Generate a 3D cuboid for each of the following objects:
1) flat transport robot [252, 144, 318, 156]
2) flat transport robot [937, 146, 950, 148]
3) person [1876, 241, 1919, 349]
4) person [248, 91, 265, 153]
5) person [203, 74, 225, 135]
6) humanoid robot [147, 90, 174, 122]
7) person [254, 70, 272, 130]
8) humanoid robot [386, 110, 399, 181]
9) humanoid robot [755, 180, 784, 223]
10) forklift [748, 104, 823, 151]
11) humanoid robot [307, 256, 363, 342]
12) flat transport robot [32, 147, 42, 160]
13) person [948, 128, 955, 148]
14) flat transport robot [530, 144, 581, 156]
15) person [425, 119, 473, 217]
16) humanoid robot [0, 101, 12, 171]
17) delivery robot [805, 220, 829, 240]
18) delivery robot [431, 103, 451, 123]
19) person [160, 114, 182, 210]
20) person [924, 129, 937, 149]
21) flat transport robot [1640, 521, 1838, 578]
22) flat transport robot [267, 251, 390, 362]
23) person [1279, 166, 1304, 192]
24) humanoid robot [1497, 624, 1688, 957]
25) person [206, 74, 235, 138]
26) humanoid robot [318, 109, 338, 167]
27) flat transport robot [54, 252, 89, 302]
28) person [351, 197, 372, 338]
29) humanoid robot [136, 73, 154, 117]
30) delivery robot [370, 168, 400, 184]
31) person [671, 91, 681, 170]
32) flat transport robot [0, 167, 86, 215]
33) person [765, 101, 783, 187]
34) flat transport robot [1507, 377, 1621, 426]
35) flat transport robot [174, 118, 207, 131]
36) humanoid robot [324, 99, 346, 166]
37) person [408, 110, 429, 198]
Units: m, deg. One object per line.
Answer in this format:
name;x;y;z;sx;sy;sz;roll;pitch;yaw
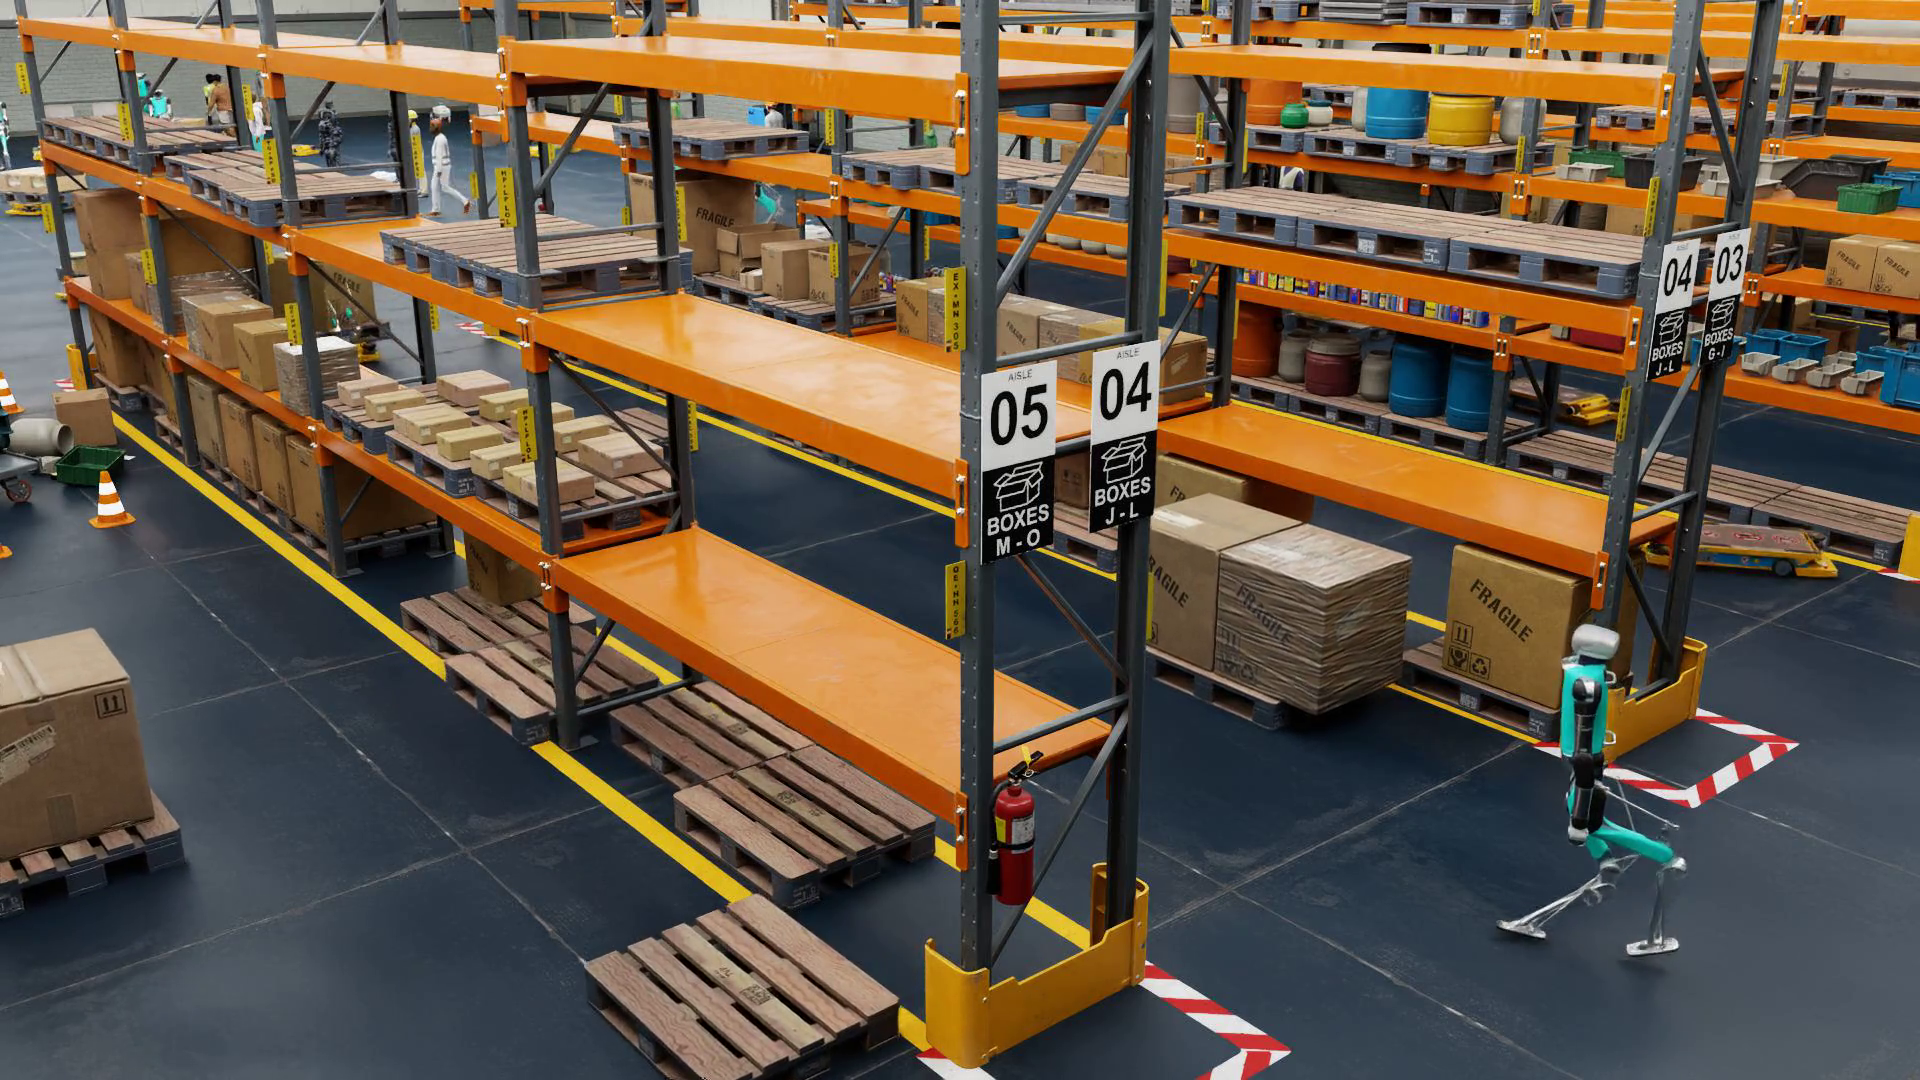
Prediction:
flat transport robot;-16.988;-9.800;41.827;1.431;0.231;0.659;2;19;7
flat transport robot;-0.391;-7.427;35.074;0.659;0.231;1.431;-8;21;-22
person;11.813;-3.132;20.710;0.550;1.669;0.634;-16;25;-37
person;-15.773;-9.088;37.320;0.383;1.917;0.488;-12;23;-31
person;-20.800;-12.099;46.258;0.845;1.652;0.554;12;23;31
humanoid robot;-18.958;-9.785;39.625;0.548;1.794;0.929;-11;22;-29
person;-20.015;-12.725;47.729;0.393;1.876;0.510;-10;22;-26
humanoid robot;-12.102;-8.402;35.720;0.320;1.654;0.608;3;20;9
humanoid robot;-3.354;-6.096;29.070;0.827;1.763;0.531;1;19;4
forklift;-4.526;-11.368;42.374;1.129;2.768;1.873;-15;24;-37
humanoid robot;-7.585;-3.003;20.244;0.695;1.777;0.535;16;25;38
flat transport robot;-22.602;-9.588;41.222;0.659;0.231;1.431;-10;22;-26
person;-0.056;-7.388;32.780;0.923;1.720;0.540;16;25;38
flat transport robot;-10.275;-9.826;41.901;0.659;0.231;1.431;11;22;28
person;-9.833;-7.097;31.742;0.830;1.855;0.577;-9;21;-23
humanoid robot;-22.242;-9.331;38.432;0.537;1.894;0.729;-9;21;-24
delivery robot;-2.560;-5.055;27.915;0.812;0.609;0.499;-16;25;-38
delivery robot;-15.638;-12.868;50.143;0.499;0.606;0.807;-12;23;-31
person;-15.339;-7.362;32.468;0.525;1.879;0.619;1;19;3
person;-0.605;-7.400;32.786;0.574;1.729;0.347;-17;25;-39
flat transport robot;6.404;0.069;13.740;1.431;0.231;0.659;5;20;14
flat transport robot;-7.889;-2.404;20.779;0.659;0.231;1.431;-18;26;-41
person;5.386;-5.478;27.159;0.394;1.837;0.563;-7;21;-20
humanoid robot;3.252;1.287;8.131;1.043;1.760;0.549;6;20;17
person;-19.534;-11.377;43.961;0.852;1.821;0.788;10;22;25
humanoid robot;-13.590;-8.426;35.785;0.316;1.659;0.605;-18;26;-41
flat transport robot;-12.497;-3.721;24.525;0.659;0.231;1.431;16;25;38
person;-7.808;-3.524;21.412;0.374;1.962;0.605;-9;21;-23
humanoid robot;-22.293;-11.945;45.719;0.545;1.754;0.952;4;20;10
delivery robot;-12.117;-7.487;34.838;0.499;0.611;0.814;7;21;19
person;-6.561;-9.347;37.996;0.445;1.970;0.669;-2;19;-5
flat transport robot;-17.860;-6.542;32.555;0.659;0.231;1.431;7;20;18
person;-4.032;-8.612;36.012;0.386;1.889;0.574;15;24;36
flat transport robot;6.502;-1.535;18.303;0.659;0.231;1.431;-13;23;-33
flat transport robot;-19.259;-9.646;41.388;0.659;0.231;1.431;2;19;5
humanoid robot;-14.406;-9.334;38.371;0.393;1.638;0.610;3;20;8
person;-11.237;-7.975;34.372;0.321;1.769;0.523;-9;21;-24
